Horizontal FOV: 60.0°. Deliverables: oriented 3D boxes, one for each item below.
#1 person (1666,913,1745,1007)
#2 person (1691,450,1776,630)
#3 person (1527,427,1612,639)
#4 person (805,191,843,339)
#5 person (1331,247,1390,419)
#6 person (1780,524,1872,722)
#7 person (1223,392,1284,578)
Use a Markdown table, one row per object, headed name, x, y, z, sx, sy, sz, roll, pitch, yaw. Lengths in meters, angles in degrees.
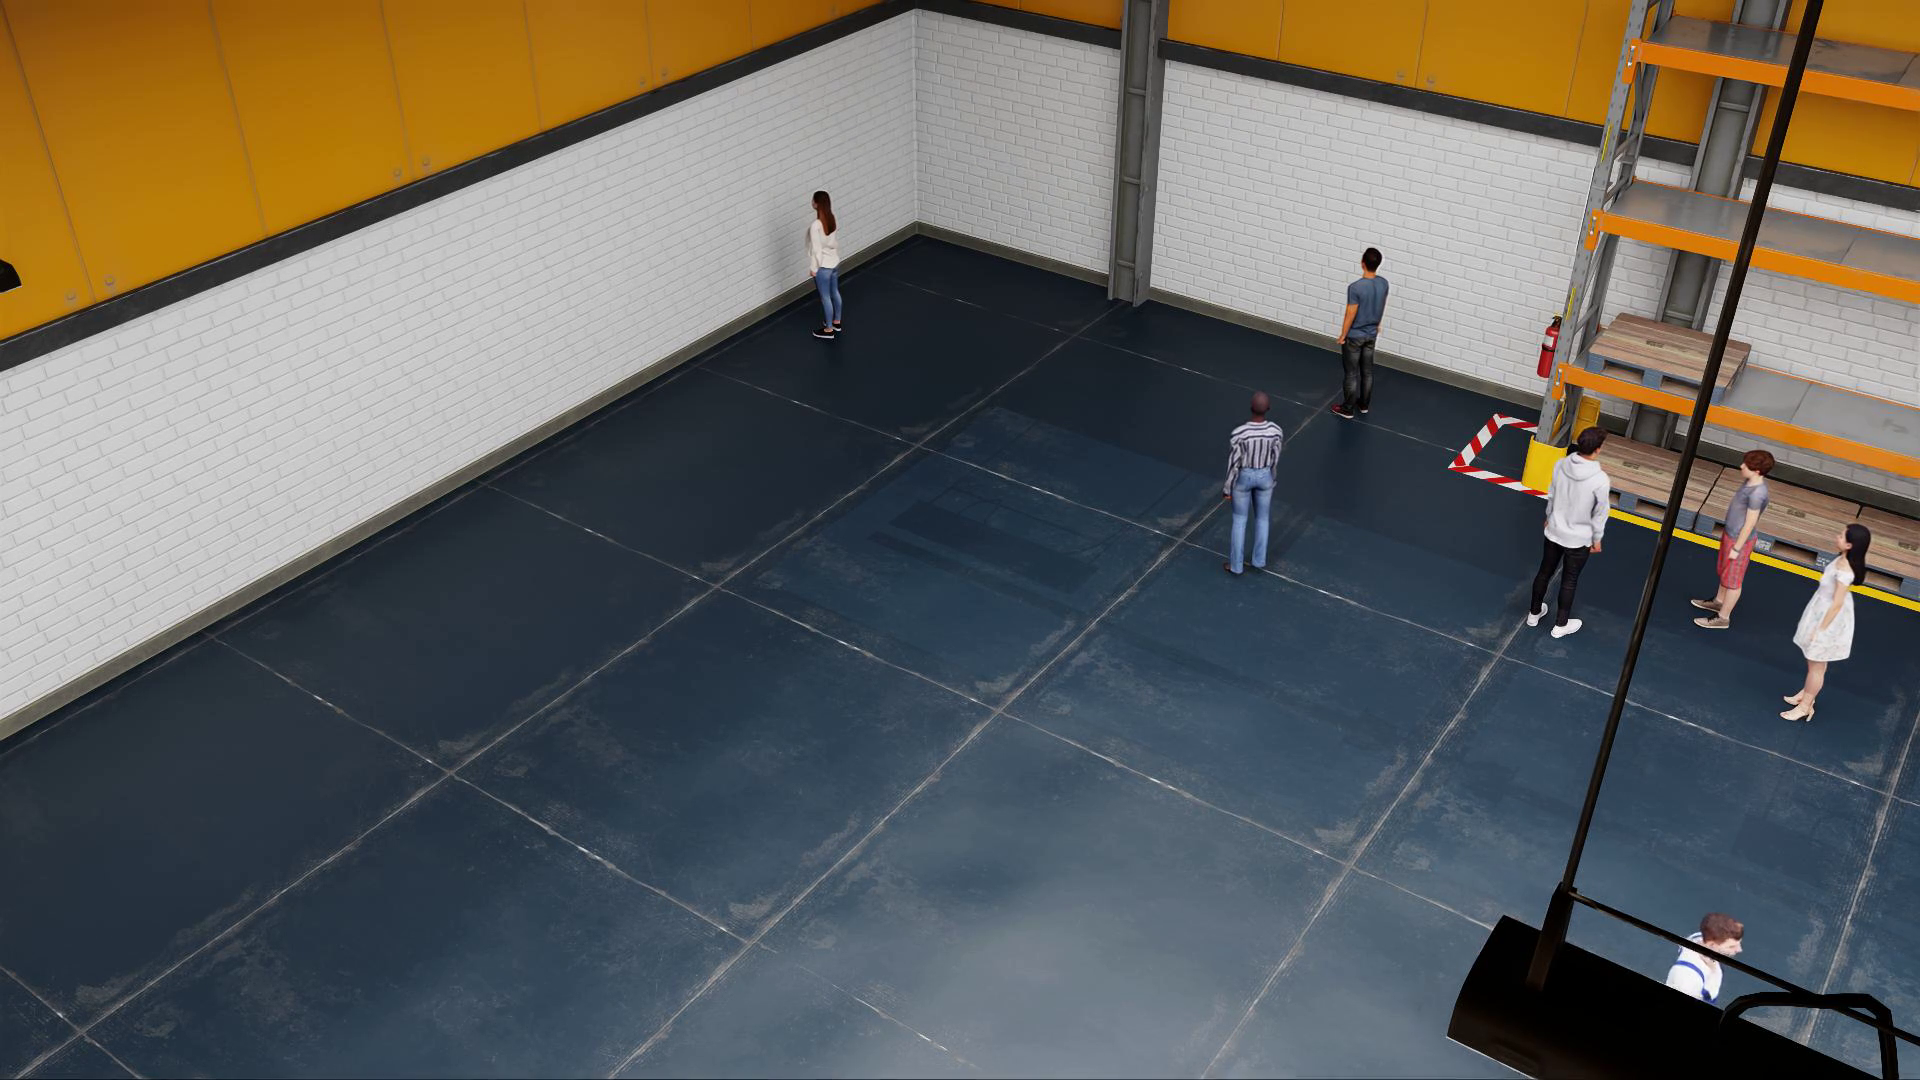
| name | x | y | z | sx | sy | sz | roll | pitch | yaw |
| --- | --- | --- | --- | --- | --- | --- | --- | --- | --- |
| person | 3.967 | 2.752 | 9.503 | 1.246 | 1.810 | 0.656 | 22 | 40 | 30 |
| person | 6.477 | -0.020 | 13.816 | 0.628 | 1.651 | 0.643 | 9 | 35 | 13 |
| person | 5.004 | -0.075 | 13.647 | 0.785 | 1.931 | 0.610 | -27 | 42 | -35 |
| person | -1.483 | -3.042 | 18.326 | 0.590 | 1.691 | 0.639 | 16 | 37 | 22 |
| person | 4.052 | -2.091 | 16.790 | 0.732 | 1.809 | 0.705 | -16 | 37 | -23 |
| person | 6.626 | 0.635 | 12.721 | 0.619 | 1.774 | 0.637 | 21 | 39 | 28 |
| person | 2.525 | -0.473 | 14.368 | 0.696 | 1.795 | 0.752 | -6 | 34 | -9 |
